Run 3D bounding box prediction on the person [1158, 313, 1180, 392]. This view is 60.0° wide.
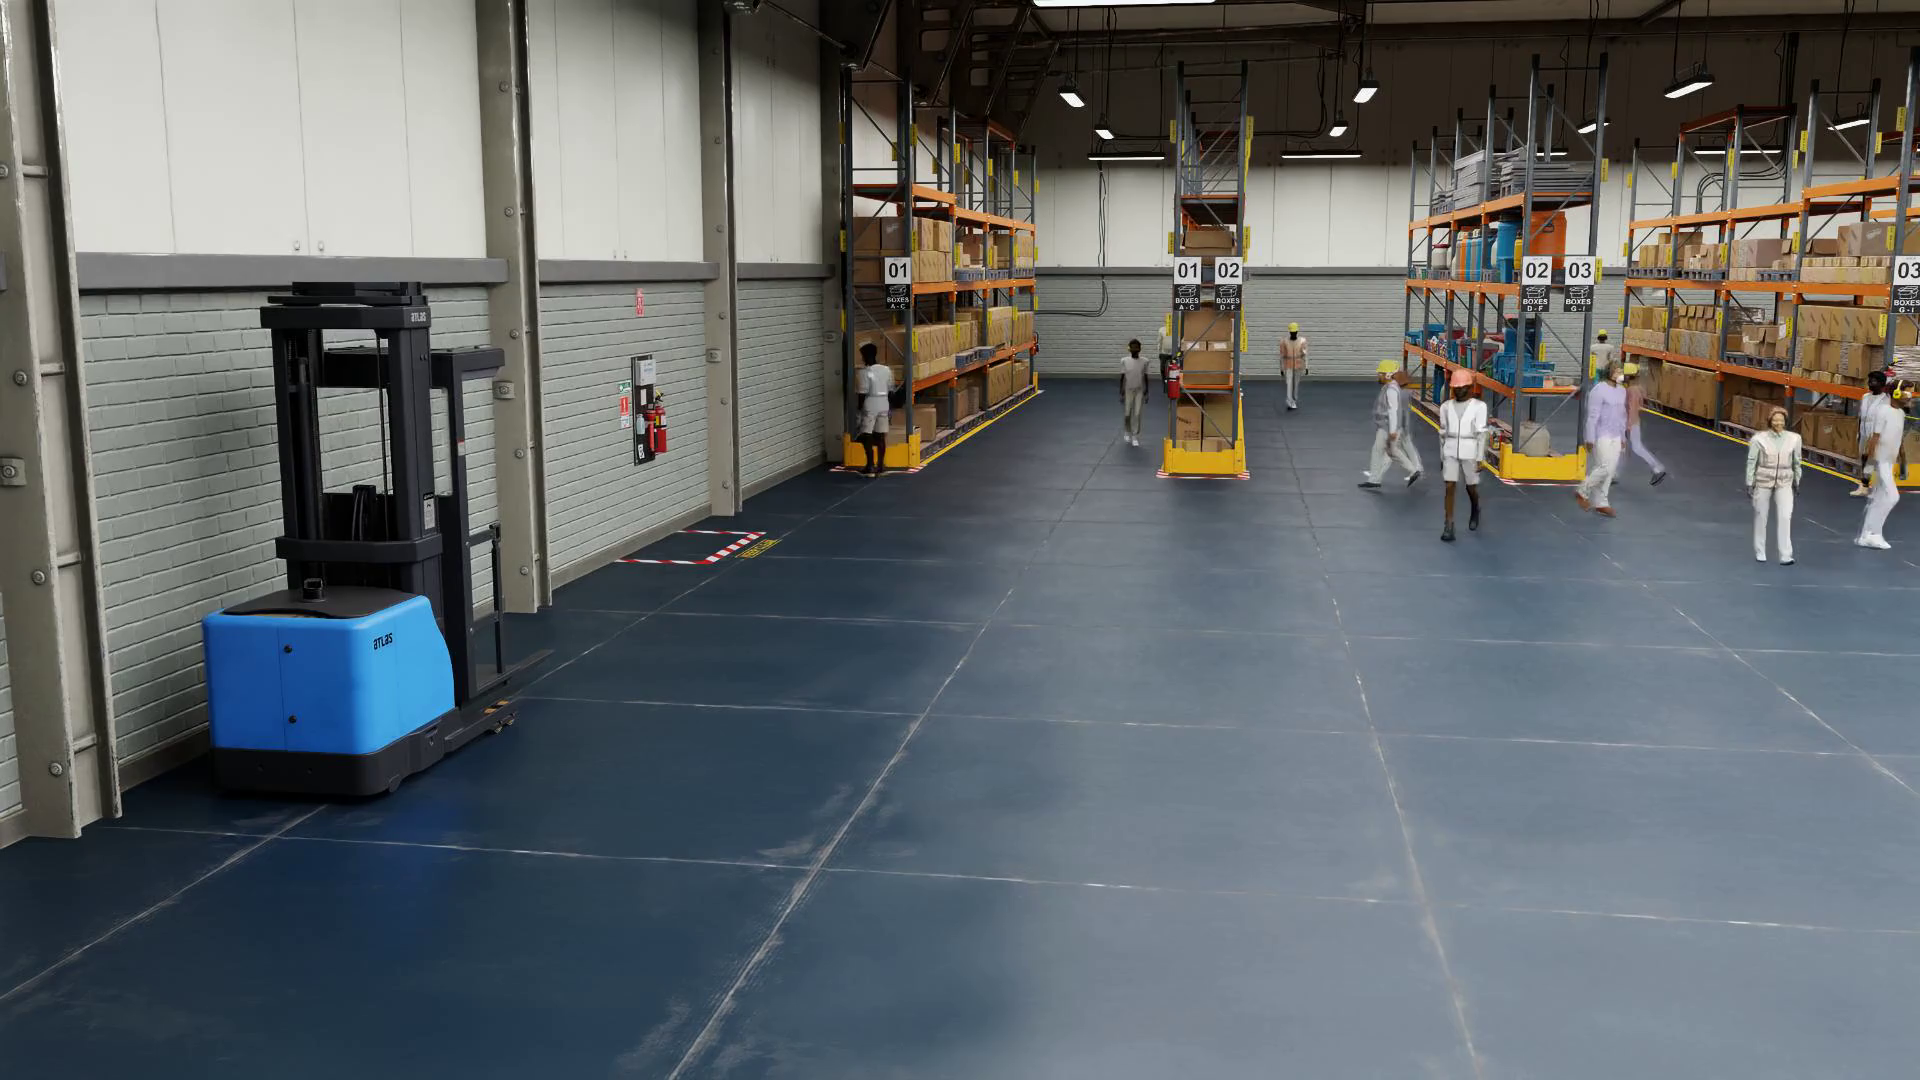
[{"bbox_3d":[5.168,-4.610,40.999,0.609,1.970,0.438,3,10,17],"label":"person"}]

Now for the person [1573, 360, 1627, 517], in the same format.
[{"bbox_3d":[7.932,-1.250,20.425,0.628,1.927,0.465,-7,12,-38],"label":"person"}]

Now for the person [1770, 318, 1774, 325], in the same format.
[{"bbox_3d":[19.186,-4.317,39.440,0.565,1.890,0.667,4,10,22],"label":"person"}]

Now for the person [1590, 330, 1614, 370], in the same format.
[{"bbox_3d":[13.834,-3.677,35.989,0.536,1.724,0.871,2,9,12],"label":"person"}]

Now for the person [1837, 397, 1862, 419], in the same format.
[{"bbox_3d":[17.683,-3.202,32.852,0.594,1.811,0.820,1,9,5],"label":"person"}]

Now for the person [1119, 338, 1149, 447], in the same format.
[{"bbox_3d":[3.018,-2.552,28.726,0.509,1.847,0.497,0,9,1],"label":"person"}]

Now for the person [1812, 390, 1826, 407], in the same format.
[{"bbox_3d":[17.486,-3.352,33.679,0.595,1.827,0.985,3,10,18],"label":"person"}]

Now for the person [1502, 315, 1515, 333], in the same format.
[{"bbox_3d":[13.526,-4.621,41.221,0.487,1.923,0.579,-2,9,-9],"label":"person"}]

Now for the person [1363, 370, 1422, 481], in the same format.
[{"bbox_3d":[6.269,-1.638,23.873,0.867,1.584,0.520,1,9,8],"label":"person"}]

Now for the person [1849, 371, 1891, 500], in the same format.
[{"bbox_3d":[12.065,-1.385,21.967,0.316,1.695,0.540,-2,10,-14],"label":"person"}]

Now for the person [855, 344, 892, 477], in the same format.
[{"bbox_3d":[-1.248,-1.896,24.367,0.646,1.946,0.383,-8,12,-42],"label":"person"}]

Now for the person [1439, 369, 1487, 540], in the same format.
[{"bbox_3d":[5.680,-0.981,18.795,0.549,1.917,0.808,5,11,30],"label":"person"}]

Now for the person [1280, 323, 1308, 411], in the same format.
[{"bbox_3d":[7.231,-3.750,36.032,0.605,1.864,1.020,1,9,8],"label":"person"}]

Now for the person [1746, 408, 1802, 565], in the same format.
[{"bbox_3d":[8.321,-0.537,16.987,0.548,1.599,0.802,2,9,14],"label":"person"}]

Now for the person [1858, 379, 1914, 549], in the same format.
[{"bbox_3d":[10.044,-0.814,17.991,0.562,1.842,0.554,-7,12,-37],"label":"person"}]

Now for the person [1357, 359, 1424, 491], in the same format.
[{"bbox_3d":[5.955,-1.581,22.853,0.821,1.810,0.602,3,10,16],"label":"person"}]

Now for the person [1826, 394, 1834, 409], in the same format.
[{"bbox_3d":[18.766,-3.793,36.091,0.629,1.934,0.378,1,9,7],"label":"person"}]

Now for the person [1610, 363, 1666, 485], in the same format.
[{"bbox_3d":[9.512,-1.639,23.444,0.875,1.730,0.533,2,9,11],"label":"person"}]

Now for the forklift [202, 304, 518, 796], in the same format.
[{"bbox_3d":[-3.673,-0.038,10.147,1.129,2.768,1.873,1,9,9],"label":"forklift"}]
